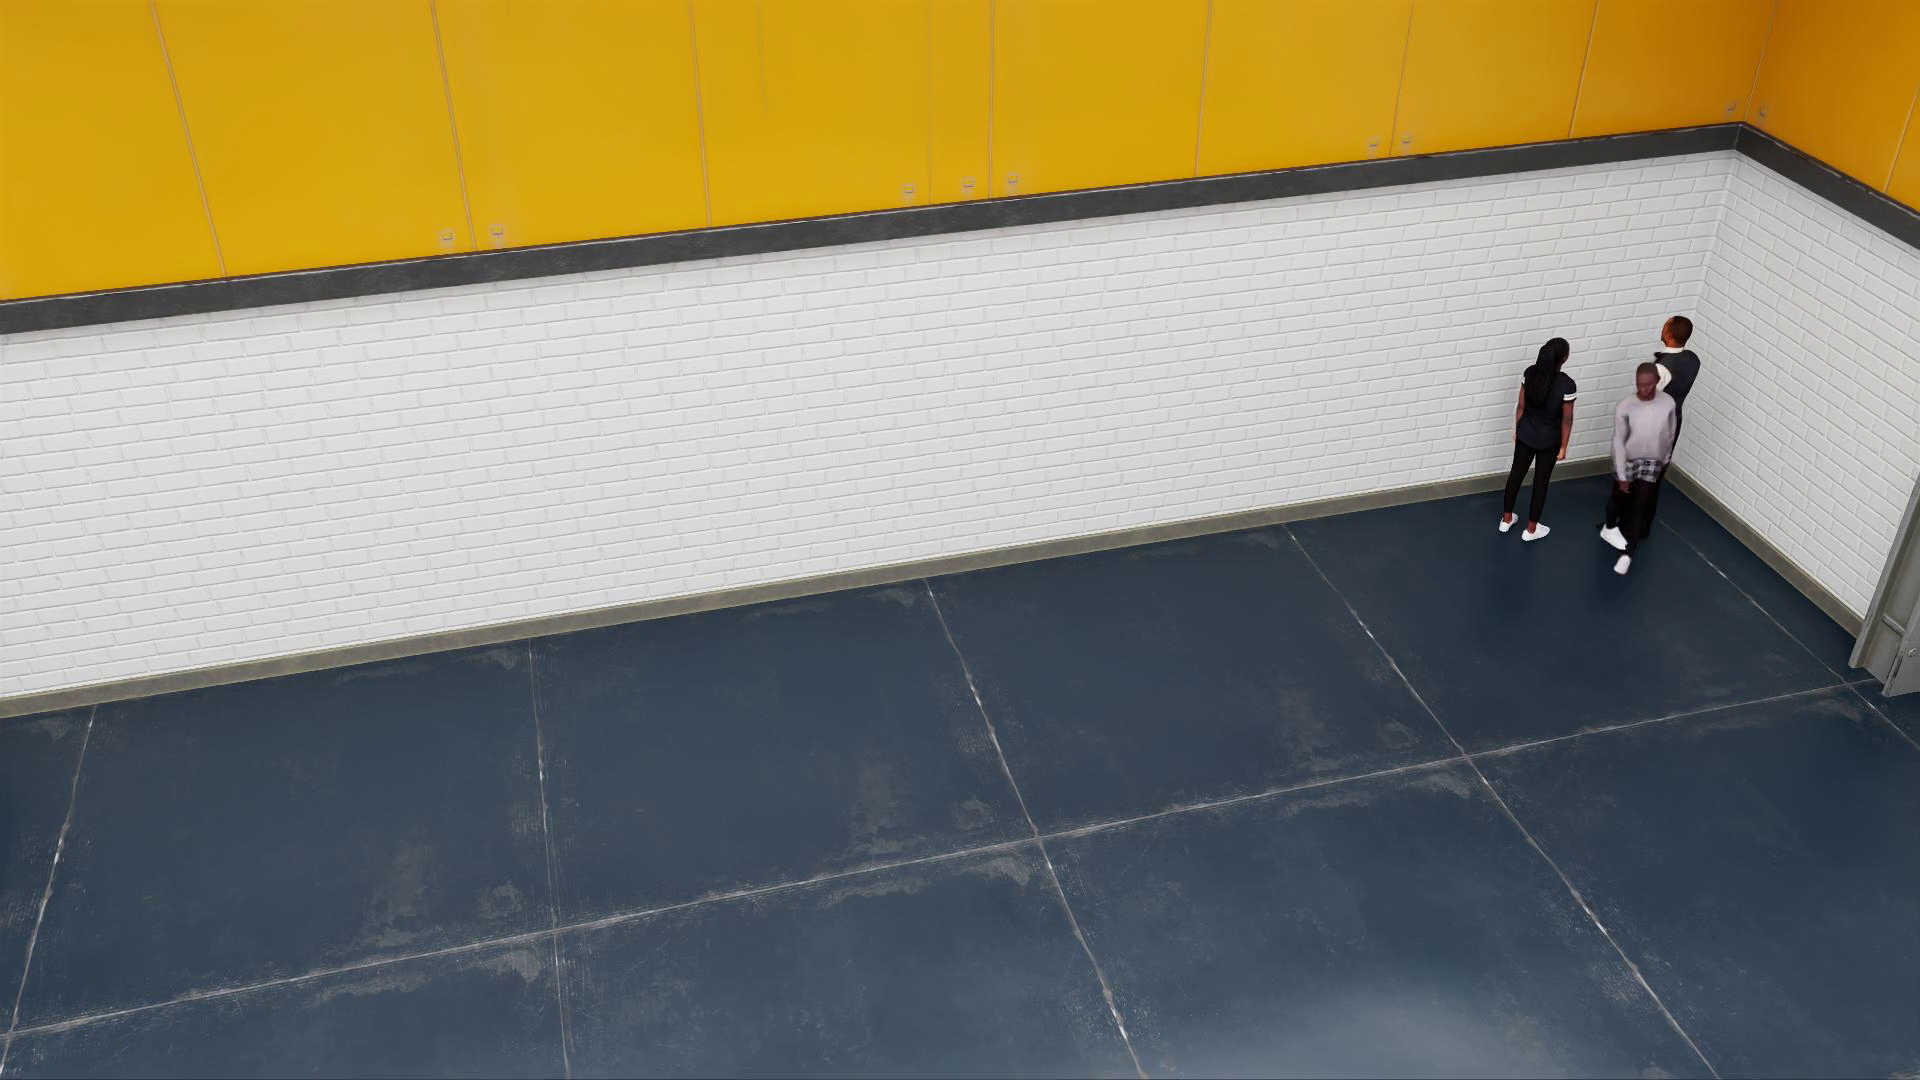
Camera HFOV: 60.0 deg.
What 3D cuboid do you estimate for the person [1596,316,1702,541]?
[{"bbox_3d":[5.370,-0.849,12.857,0.764,1.919,0.707,-21,39,-28],"label":"person"}]

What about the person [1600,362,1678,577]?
[{"bbox_3d":[5.162,-0.626,12.697,0.929,1.725,1.108,-1,34,-1],"label":"person"}]

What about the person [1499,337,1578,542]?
[{"bbox_3d":[4.511,-0.797,12.950,0.772,1.729,0.677,-28,43,-36],"label":"person"}]
